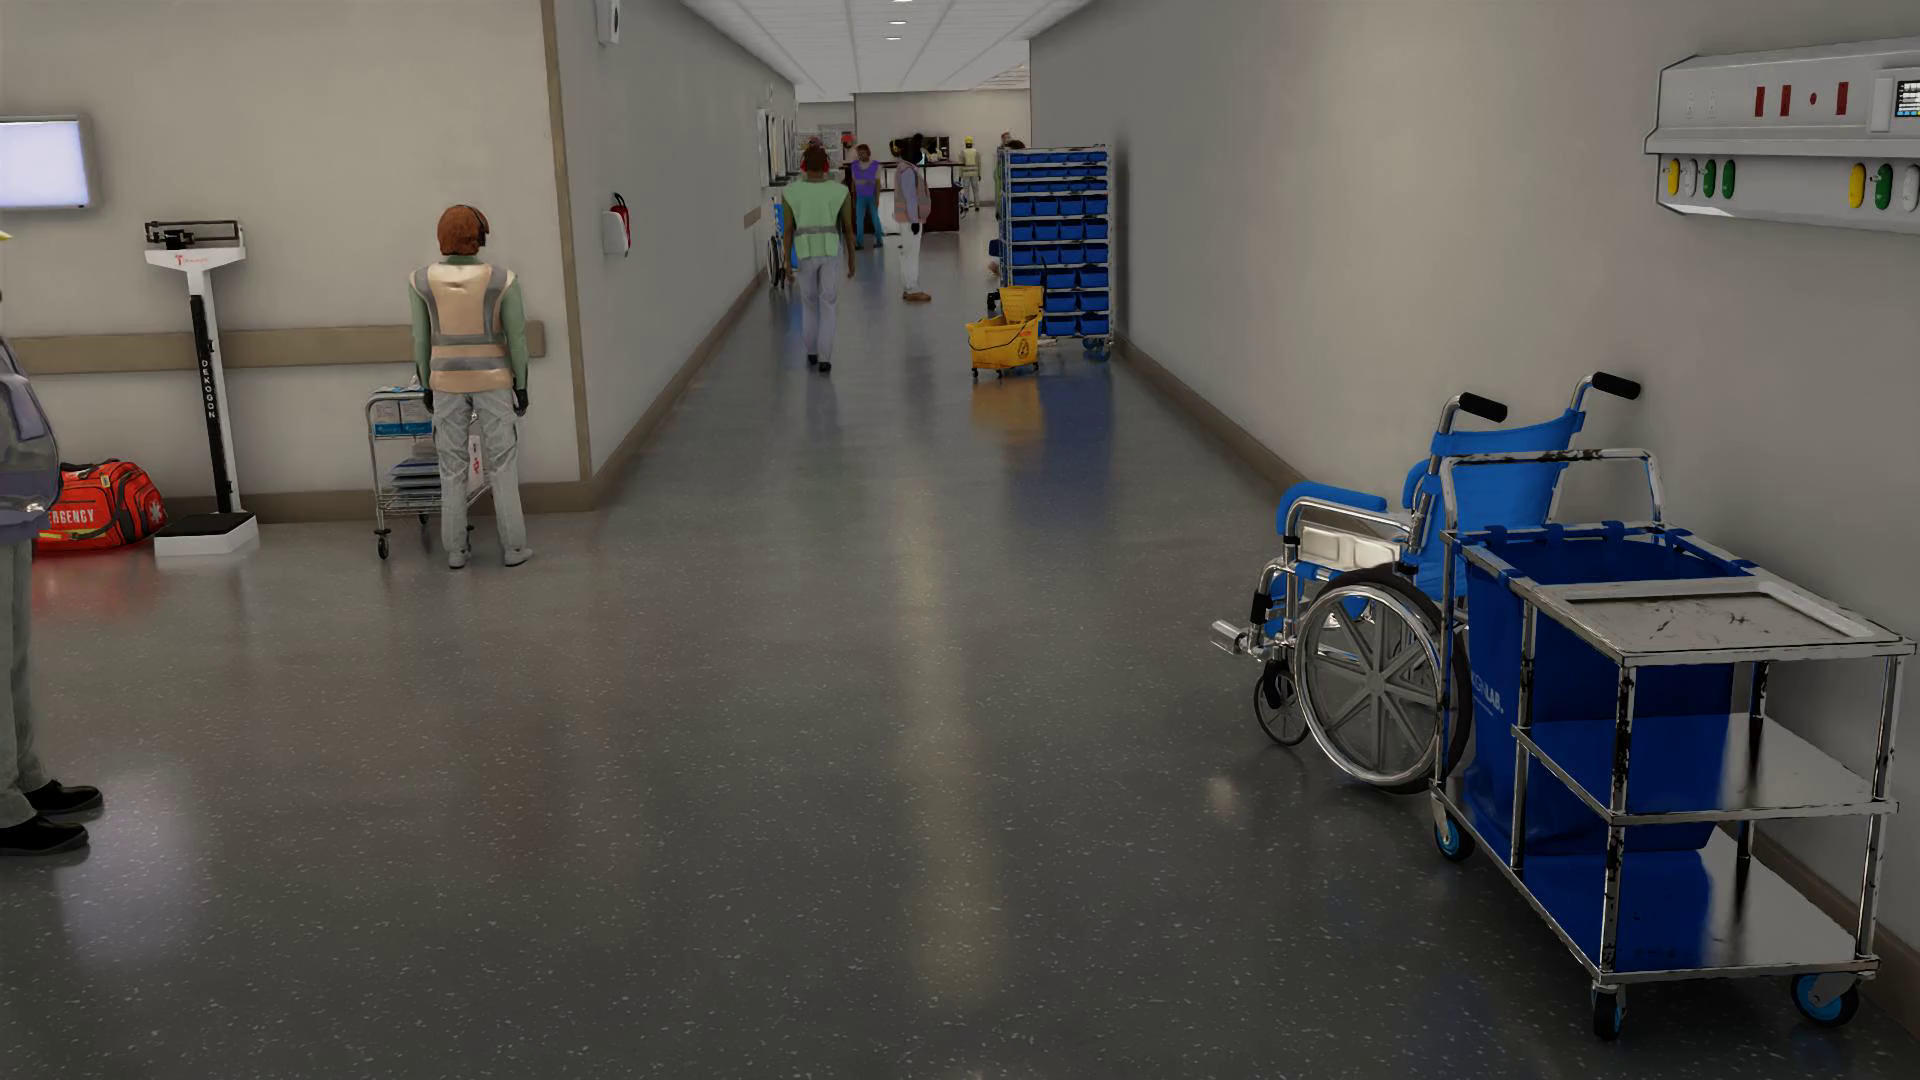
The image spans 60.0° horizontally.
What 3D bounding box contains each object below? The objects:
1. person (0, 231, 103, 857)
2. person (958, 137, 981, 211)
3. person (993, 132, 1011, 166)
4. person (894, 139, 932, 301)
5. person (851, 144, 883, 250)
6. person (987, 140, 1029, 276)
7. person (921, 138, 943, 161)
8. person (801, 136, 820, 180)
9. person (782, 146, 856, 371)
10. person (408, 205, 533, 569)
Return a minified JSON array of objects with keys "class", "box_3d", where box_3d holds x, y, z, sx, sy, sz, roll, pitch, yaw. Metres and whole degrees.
[{"class":"person","box_3d":[-2.659,-0.052,4.543,0.404,1.835,0.586,-6,14,-16]},{"class":"person","box_3d":[0.240,-9.106,41.412,0.592,1.833,0.404,-4,14,-10]},{"class":"person","box_3d":[1.060,-8.219,37.517,0.405,1.910,0.636,11,19,43]},{"class":"person","box_3d":[-0.544,-3.696,19.254,0.430,1.845,0.619,-3,14,-7]},{"class":"person","box_3d":[-1.594,-5.879,28.493,0.584,1.788,0.987,3,14,18]},{"class":"person","box_3d":[0.696,-4.462,22.386,0.935,1.811,0.639,-11,17,-34]},{"class":"person","box_3d":[-0.622,-8.199,37.791,0.626,1.838,0.430,-10,16,-30]},{"class":"person","box_3d":[-3.296,-8.022,37.184,0.402,1.957,0.764,11,18,41]},{"class":"person","box_3d":[-1.157,-2.337,13.796,0.581,1.804,0.885,-2,14,-3]},{"class":"person","box_3d":[-2.181,-0.673,7.466,0.507,1.631,0.310,-2,14,-2]}]
